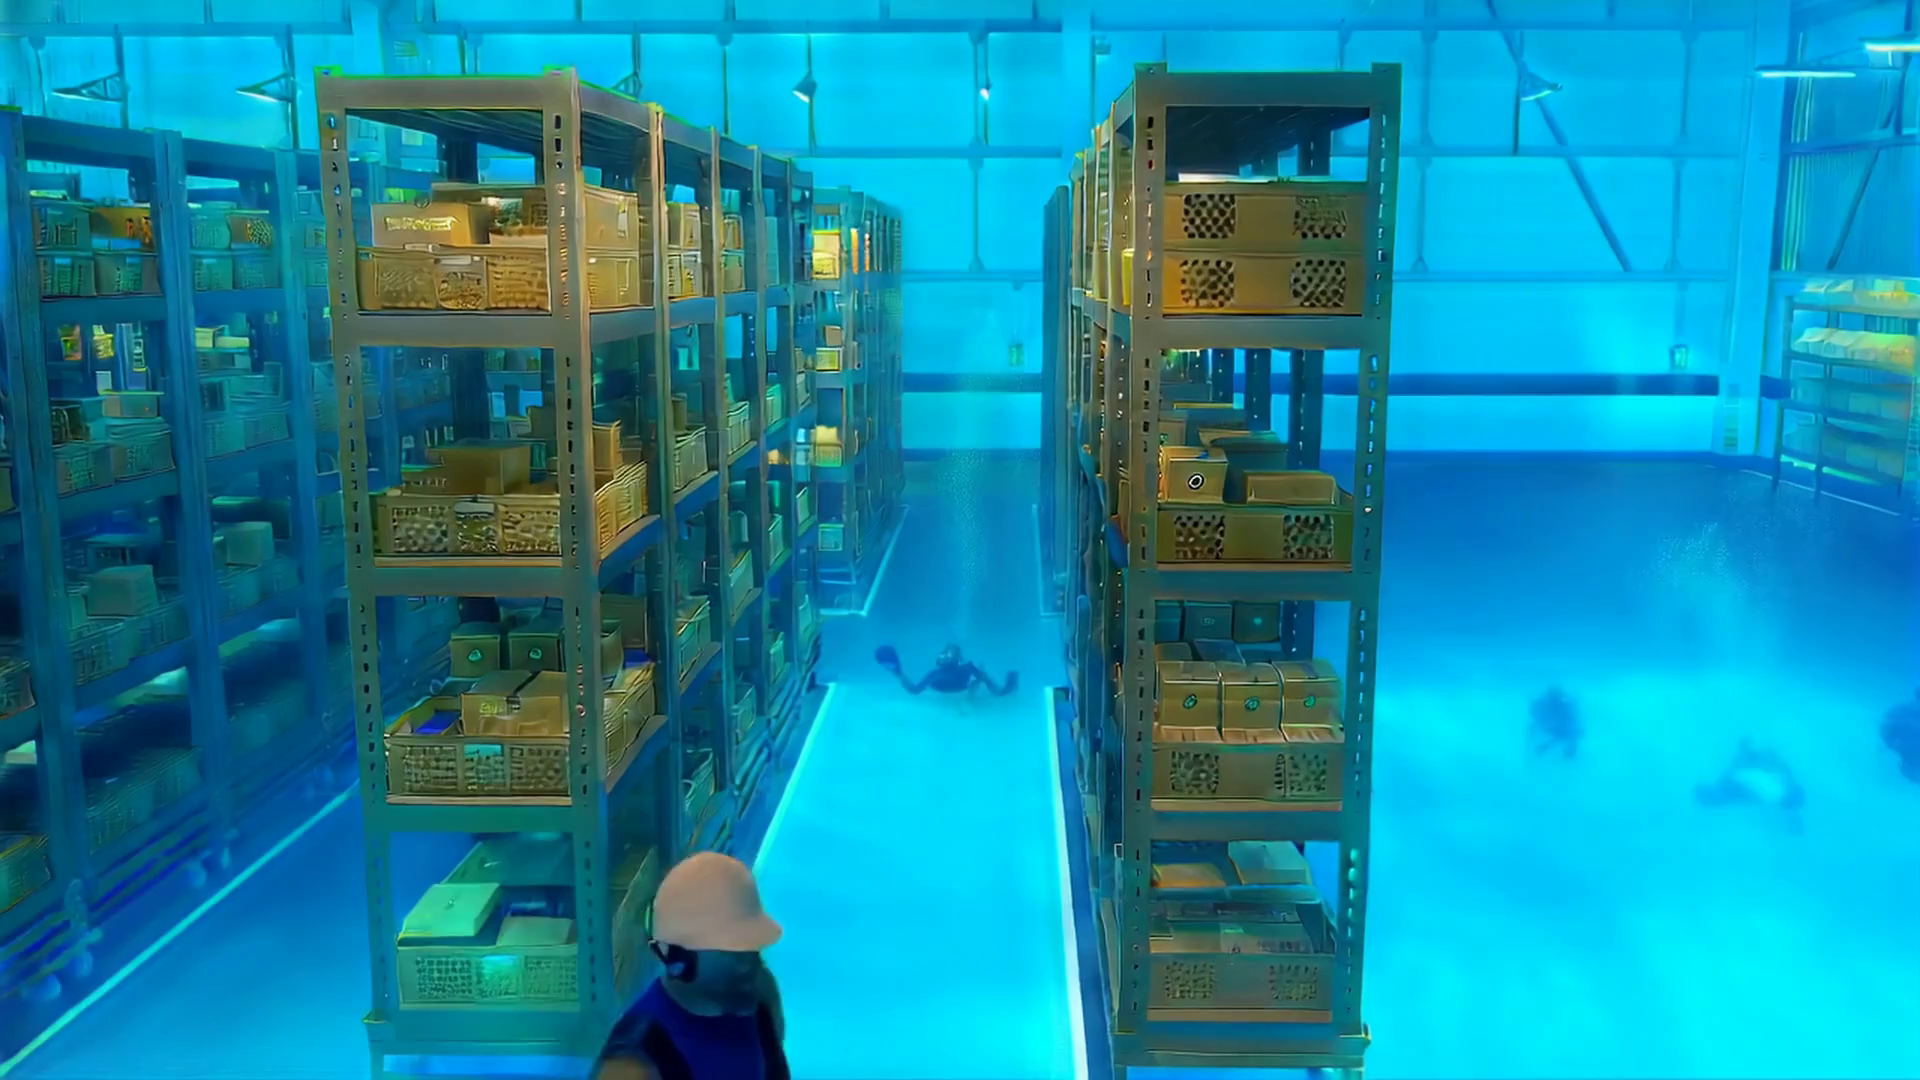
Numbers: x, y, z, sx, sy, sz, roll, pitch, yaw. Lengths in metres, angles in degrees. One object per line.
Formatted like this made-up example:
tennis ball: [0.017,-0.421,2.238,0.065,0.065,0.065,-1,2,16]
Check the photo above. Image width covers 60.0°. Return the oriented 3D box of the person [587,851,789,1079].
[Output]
person: [-0.542,1.532,3.669,0.915,1.788,0.607,4,10,20]
